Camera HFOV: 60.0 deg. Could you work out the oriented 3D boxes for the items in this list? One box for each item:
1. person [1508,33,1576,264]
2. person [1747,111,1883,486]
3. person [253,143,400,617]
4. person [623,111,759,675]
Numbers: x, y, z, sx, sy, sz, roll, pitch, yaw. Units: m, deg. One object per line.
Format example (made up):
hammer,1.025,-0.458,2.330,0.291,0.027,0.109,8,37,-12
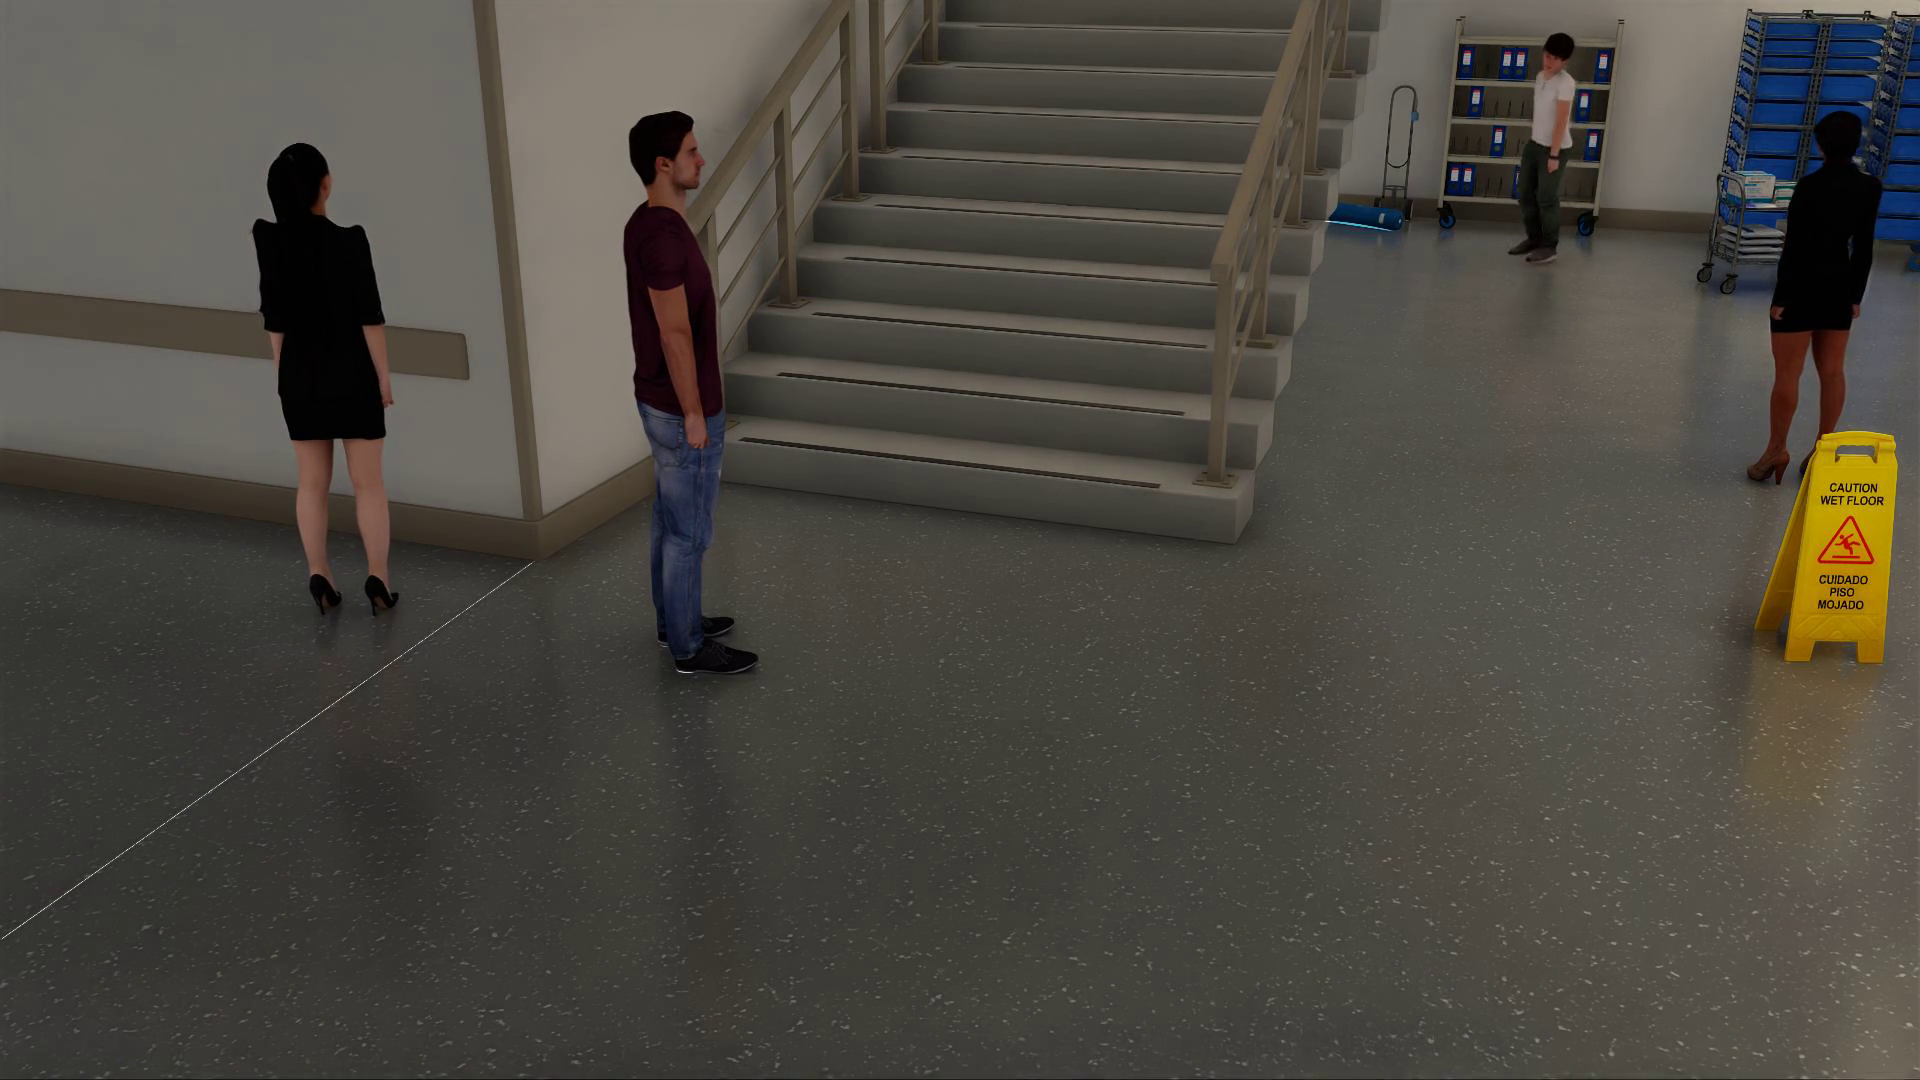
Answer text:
person,4.254,-2.796,11.965,0.830,1.621,0.767,-3,21,-8
person,3.768,-1.048,7.322,0.652,1.640,0.688,-2,21,-6
person,-2.248,-0.549,5.927,0.642,1.696,0.604,1,21,4
person,-0.935,-0.478,5.516,0.800,1.854,0.714,-7,22,-18
